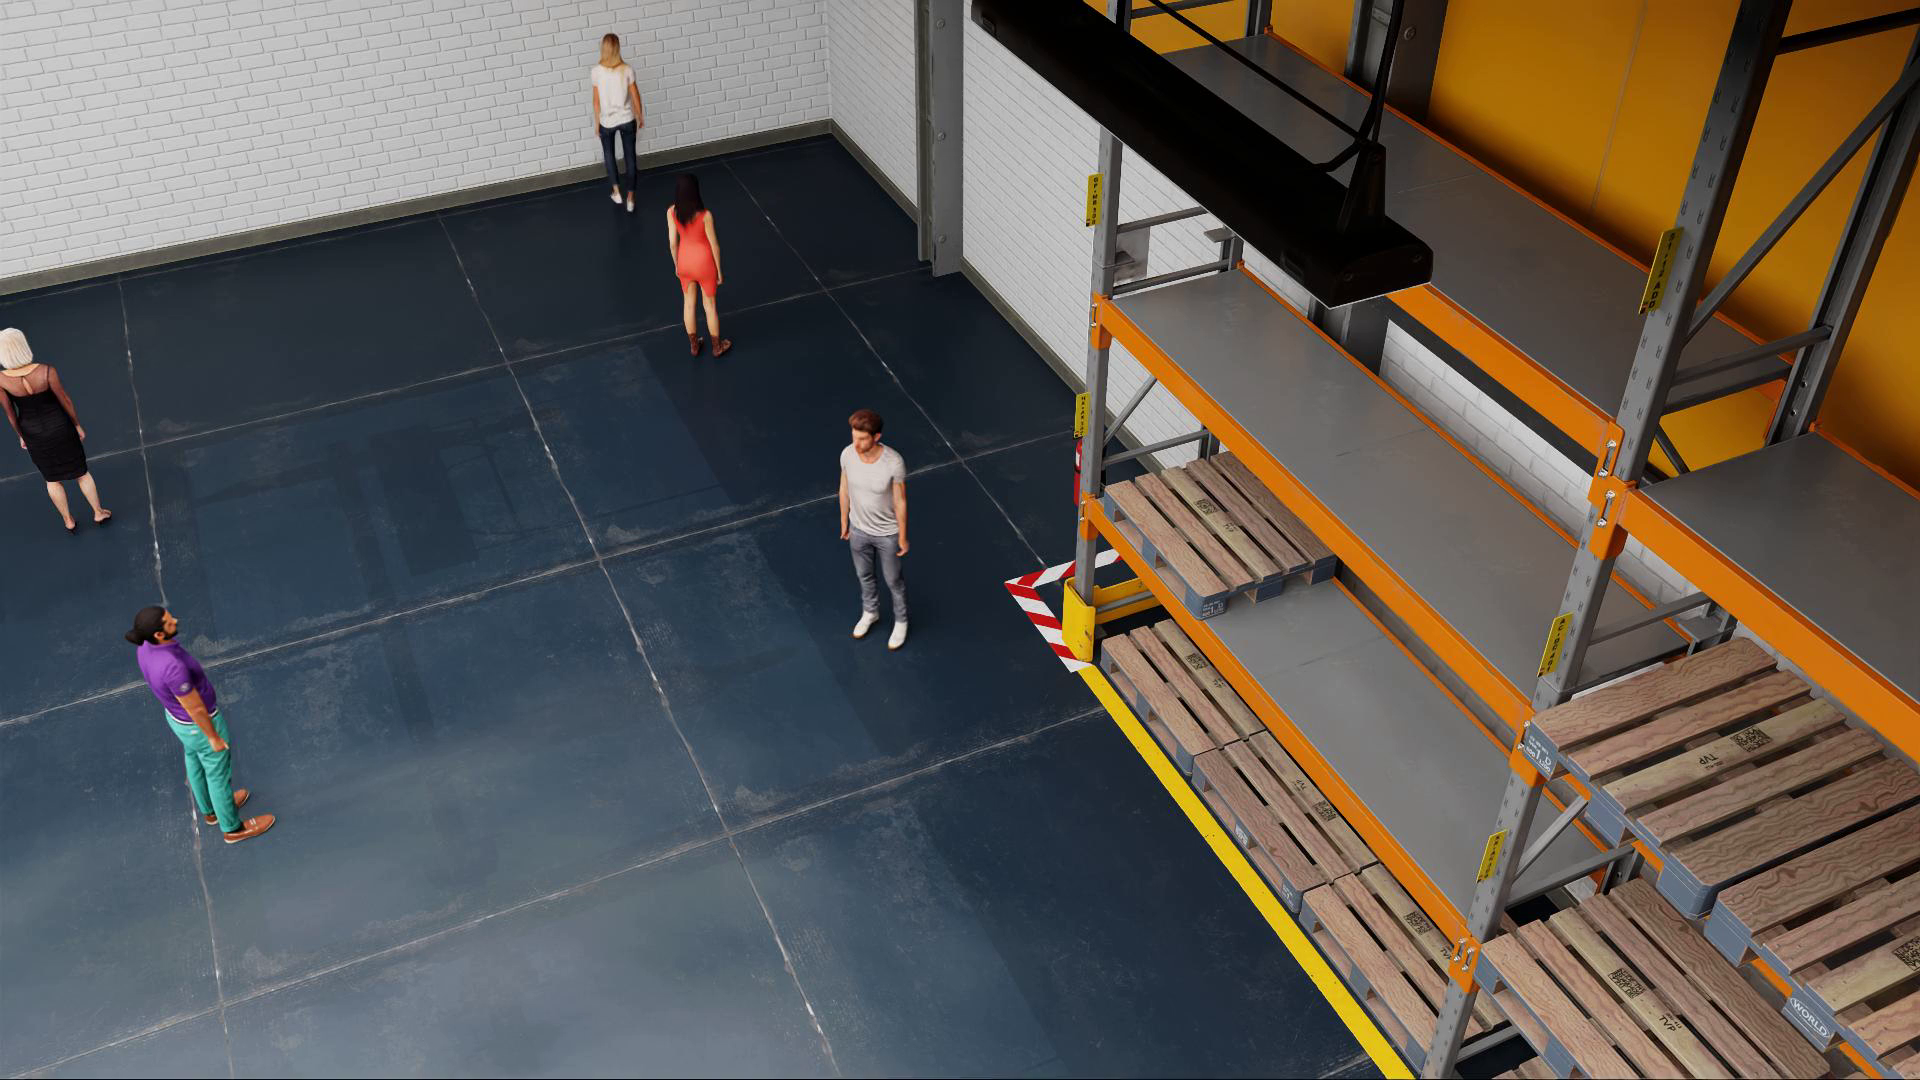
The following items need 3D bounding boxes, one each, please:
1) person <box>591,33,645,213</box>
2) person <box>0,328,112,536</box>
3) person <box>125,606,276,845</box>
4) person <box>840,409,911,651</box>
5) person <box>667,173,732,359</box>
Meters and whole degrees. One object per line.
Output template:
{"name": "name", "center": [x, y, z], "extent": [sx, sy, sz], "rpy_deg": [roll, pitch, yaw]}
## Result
{"name": "person", "center": [-3.340, -4.043, 16.282], "extent": [0.696, 1.805, 0.671], "rpy_deg": [-8, 39, -10]}
{"name": "person", "center": [-6.714, -0.787, 12.250], "extent": [0.591, 1.748, 0.508], "rpy_deg": [-14, 41, -17]}
{"name": "person", "center": [-4.563, 1.085, 9.891], "extent": [0.641, 1.767, 0.770], "rpy_deg": [30, 47, 32]}
{"name": "person", "center": [-0.562, -0.103, 11.281], "extent": [0.731, 1.887, 0.804], "rpy_deg": [15, 41, 18]}
{"name": "person", "center": [-2.250, -2.341, 14.219], "extent": [0.664, 1.718, 0.702], "rpy_deg": [8, 39, 10]}
